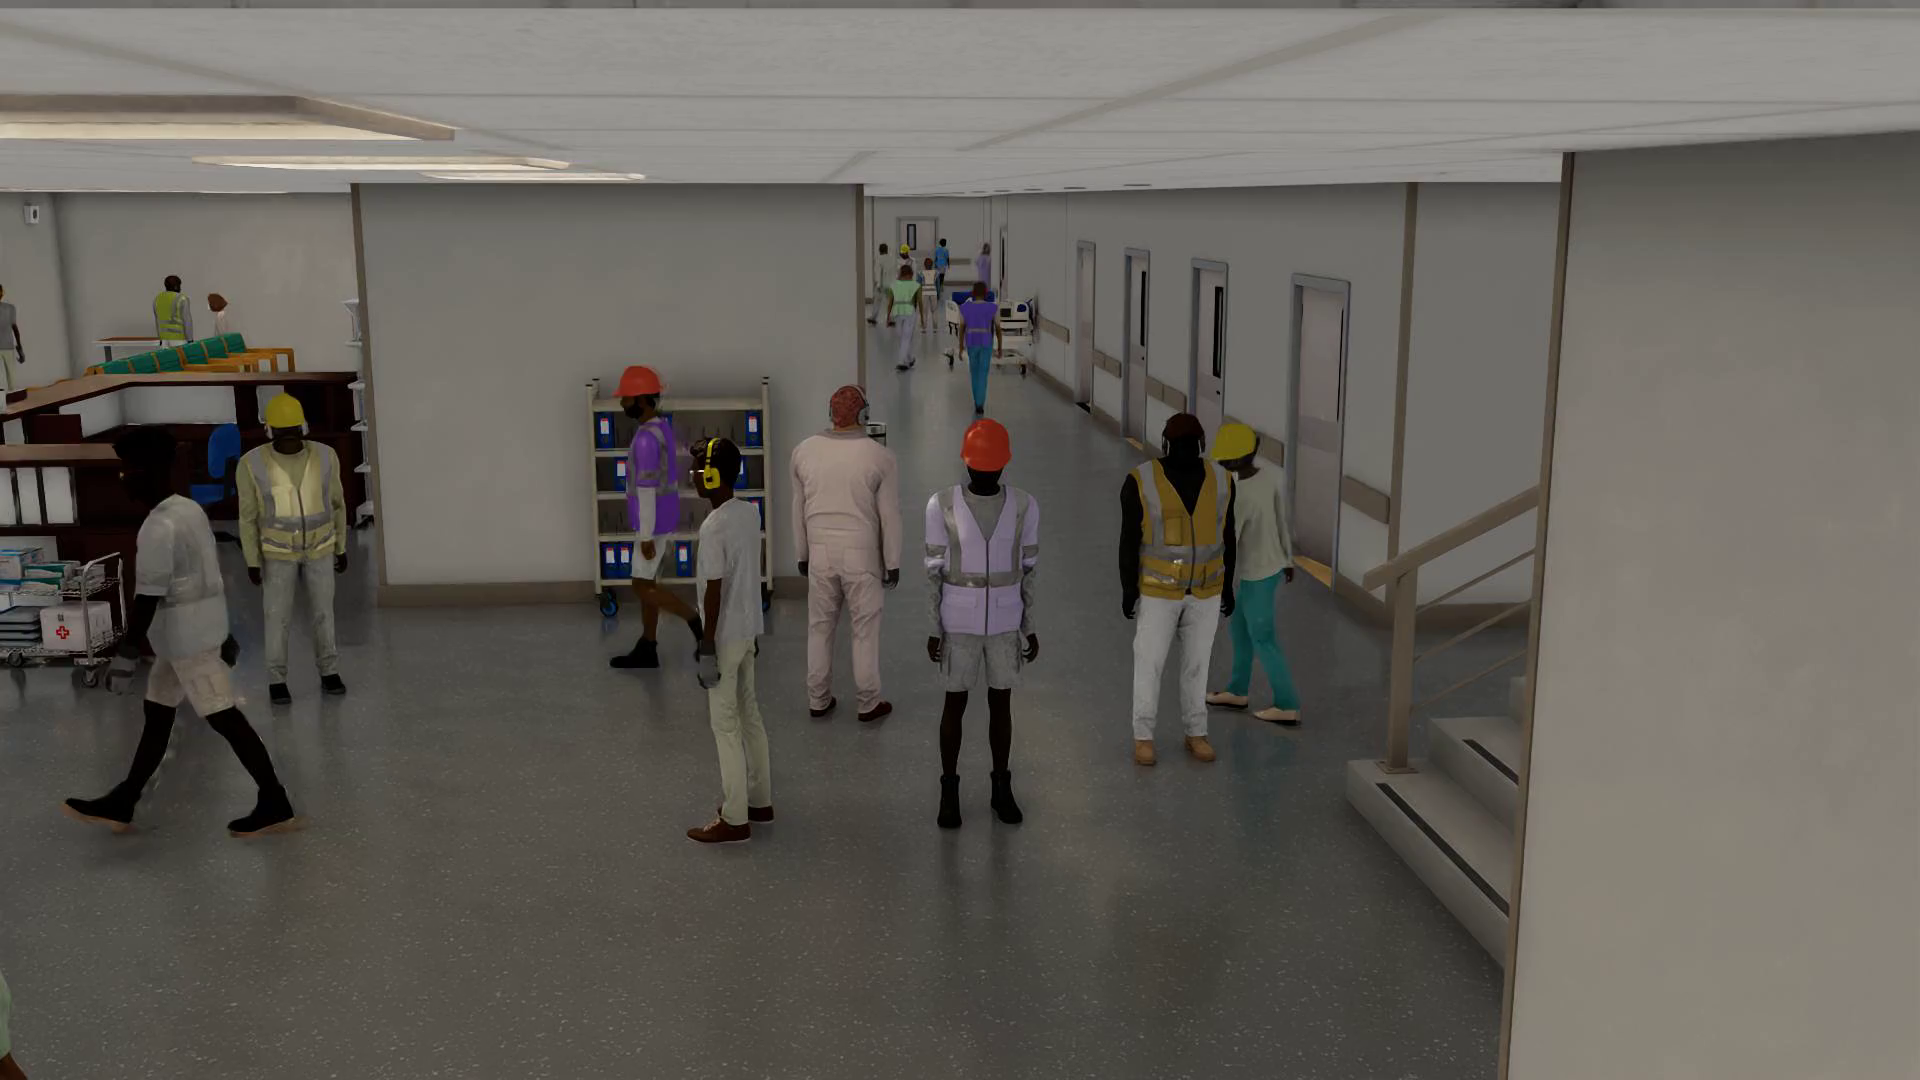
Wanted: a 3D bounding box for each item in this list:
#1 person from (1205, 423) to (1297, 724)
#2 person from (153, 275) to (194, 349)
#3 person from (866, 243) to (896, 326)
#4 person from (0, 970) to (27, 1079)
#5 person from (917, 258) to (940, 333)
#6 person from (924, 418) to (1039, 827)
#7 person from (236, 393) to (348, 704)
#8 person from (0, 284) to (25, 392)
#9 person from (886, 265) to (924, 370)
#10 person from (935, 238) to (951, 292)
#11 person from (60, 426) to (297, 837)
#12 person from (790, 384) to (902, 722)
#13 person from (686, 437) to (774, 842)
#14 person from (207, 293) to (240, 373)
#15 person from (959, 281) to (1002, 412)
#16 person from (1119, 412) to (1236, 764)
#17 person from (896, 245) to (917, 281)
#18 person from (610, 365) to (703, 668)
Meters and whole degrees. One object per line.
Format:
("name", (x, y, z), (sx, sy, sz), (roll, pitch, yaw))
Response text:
("person", (1.591, 0.183, 9.256), (0.676, 1.708, 0.593), (6, 13, 28))
("person", (-11.447, -2.939, 24.275), (0.643, 1.833, 0.431), (5, 13, 22))
("person", (-1.823, -5.974, 38.913), (0.636, 1.901, 0.948), (-9, 15, -39))
("person", (-2.317, 1.223, 3.638), (0.400, 1.938, 0.602), (3, 12, 16))
("person", (-0.689, -5.395, 36.711), (0.514, 1.641, 0.309), (-2, 12, -11))
("person", (0.109, 0.388, 7.743), (0.543, 1.928, 0.374), (-2, 12, -10))
("person", (-3.865, 0.048, 9.680), (0.598, 1.819, 0.427), (-8, 14, -33))
("person", (-12.766, -2.528, 22.176), (0.356, 1.859, 0.532), (9, 15, 37))
("person", (-0.931, -3.857, 28.835), (0.600, 1.783, 0.964), (3, 12, 16))
("person", (-0.531, -8.794, 53.211), (0.607, 1.678, 0.539), (-10, 15, -41))
("person", (-3.576, 0.441, 7.518), (1.050, 1.900, 0.612), (-3, 12, -15))
("person", (-0.620, 0.079, 9.339), (0.648, 1.901, 0.399), (4, 12, 17))
("person", (-1.061, 0.454, 7.595), (0.317, 1.860, 0.513), (3, 12, 16))
("person", (-10.543, -2.696, 23.598), (0.770, 1.596, 0.545), (-3, 12, -16))
("person", (0.285, -2.687, 23.097), (0.584, 1.797, 0.965), (2, 12, 8))
("person", (1.136, 0.253, 8.619), (0.634, 1.842, 0.429), (-2, 12, -10))
("person", (-1.323, -6.298, 40.681), (0.594, 1.824, 0.403), (10, 15, 39))
("person", (-1.833, -0.118, 10.244), (0.653, 1.920, 0.550), (0, 12, 0))
